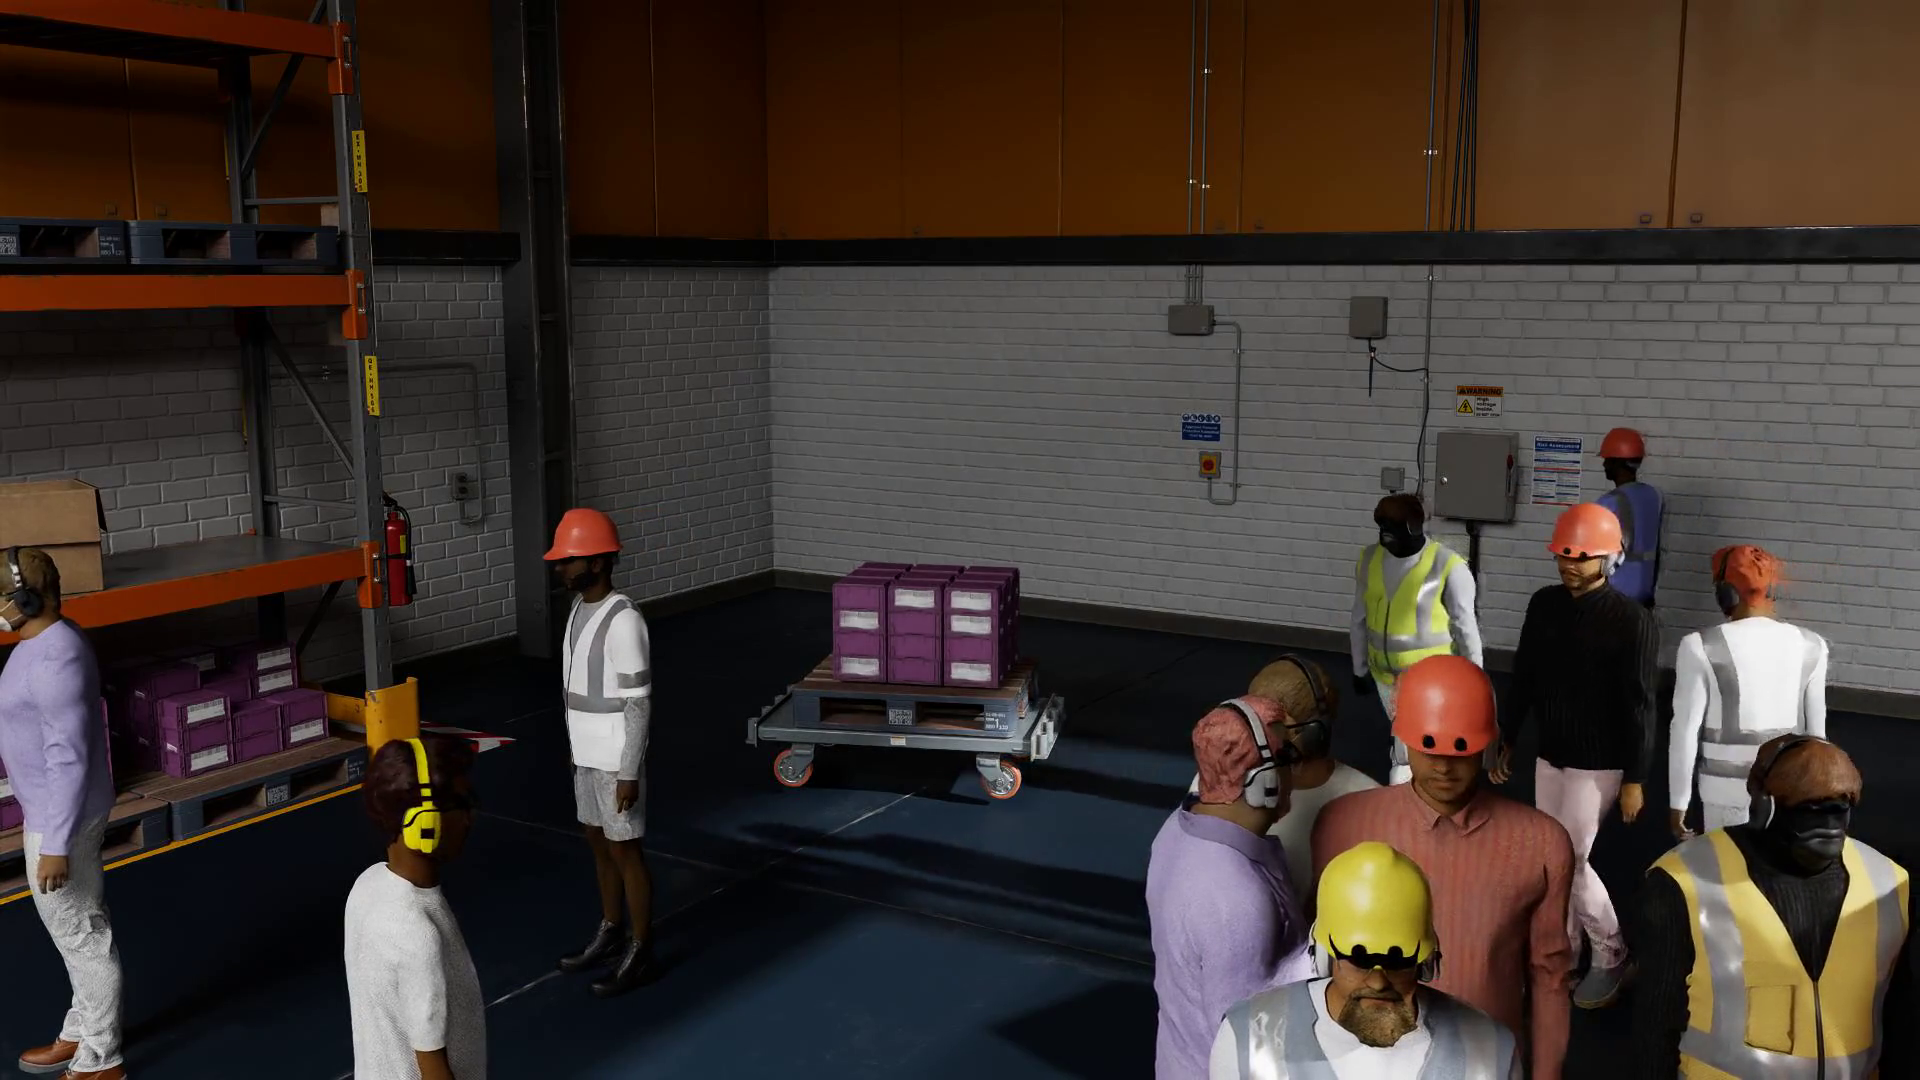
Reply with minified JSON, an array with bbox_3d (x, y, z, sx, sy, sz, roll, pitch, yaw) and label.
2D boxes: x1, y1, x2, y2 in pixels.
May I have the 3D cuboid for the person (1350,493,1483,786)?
[{"bbox_3d":[2.278,0.637,8.269,0.934,1.791,0.676,-7,12,-38],"label":"person"}]

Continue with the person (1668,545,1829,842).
[{"bbox_3d":[2.940,0.946,6.147,0.585,1.852,0.844,-1,9,-7],"label":"person"}]

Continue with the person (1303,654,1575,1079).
[{"bbox_3d":[1.089,1.233,3.870,0.622,1.990,0.401,2,9,12],"label":"person"}]

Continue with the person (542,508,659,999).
[{"bbox_3d":[-1.424,0.832,6.552,0.375,1.935,0.551,-6,11,-34],"label":"person"}]

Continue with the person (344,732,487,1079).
[{"bbox_3d":[-1.138,1.335,3.628,0.328,1.870,0.510,-6,11,-33],"label":"person"}]

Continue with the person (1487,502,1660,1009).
[{"bbox_3d":[2.365,0.830,6.418,0.421,1.981,0.642,-3,10,-17],"label":"person"}]

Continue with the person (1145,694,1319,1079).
[{"bbox_3d":[0.636,1.289,3.783,0.409,1.909,0.652,-1,9,-4],"label":"person"}]

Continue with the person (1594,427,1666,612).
[{"bbox_3d":[3.902,0.287,9.984,0.569,1.924,0.496,-7,11,-35],"label":"person"}]

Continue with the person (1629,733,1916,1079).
[{"bbox_3d":[1.843,1.328,3.800,0.622,1.835,0.430,0,9,0],"label":"person"}]

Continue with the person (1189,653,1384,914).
[{"bbox_3d":[0.813,1.223,4.118,0.629,1.937,0.379,7,12,38],"label":"person"}]

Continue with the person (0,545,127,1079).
[{"bbox_3d":[-3.102,0.969,5.713,0.371,1.934,0.627,-5,10,-30],"label":"person"}]

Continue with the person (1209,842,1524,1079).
[{"bbox_3d":[0.736,1.440,3.080,0.590,1.833,0.404,0,9,2],"label":"person"}]
